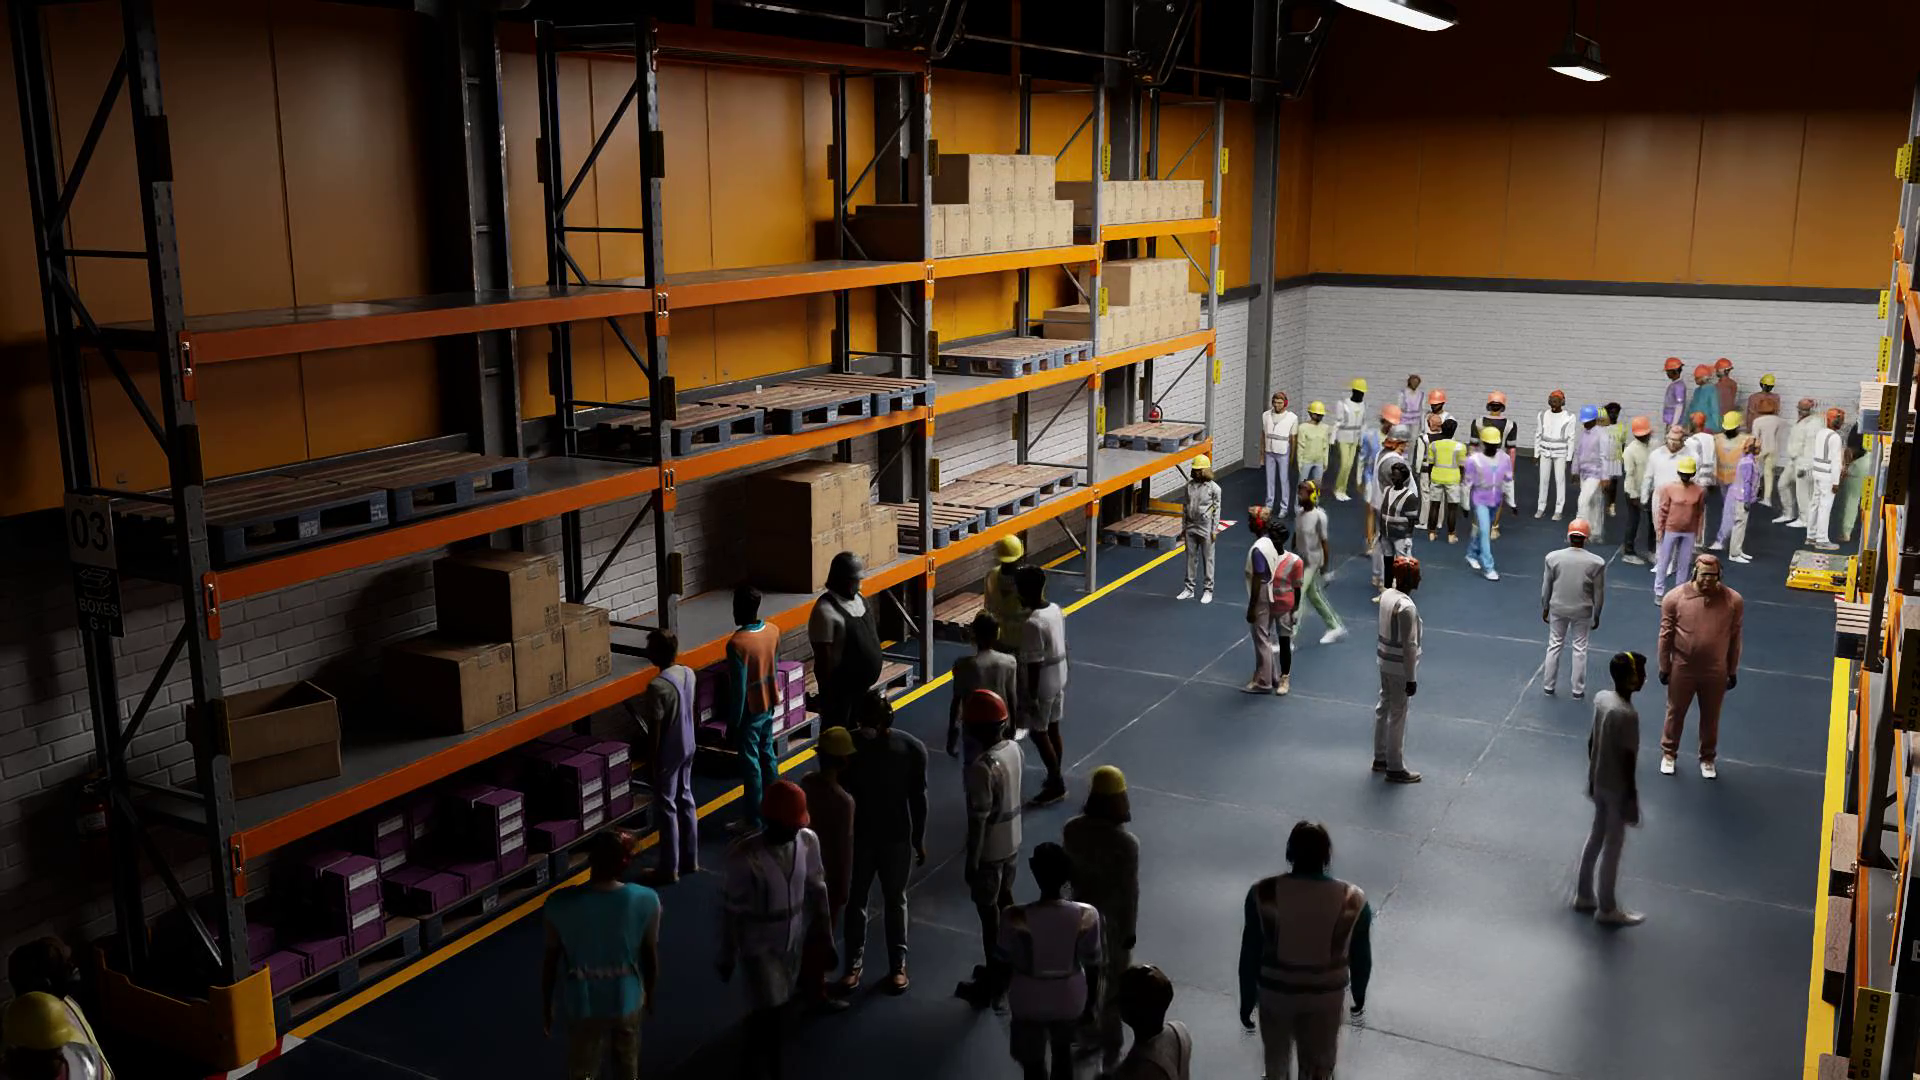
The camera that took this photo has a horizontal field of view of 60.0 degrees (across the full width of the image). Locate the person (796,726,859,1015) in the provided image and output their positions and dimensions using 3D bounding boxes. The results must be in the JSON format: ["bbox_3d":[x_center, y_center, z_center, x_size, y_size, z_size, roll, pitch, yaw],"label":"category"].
[{"bbox_3d":[-0.798,1.967,9.975,0.457,1.741,0.539,-10,16,-37],"label":"person"}]

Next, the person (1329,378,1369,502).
[{"bbox_3d":[5.909,-1.515,25.219,0.613,1.893,0.540,-7,14,-27],"label":"person"}]

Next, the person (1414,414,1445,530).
[{"bbox_3d":[6.607,-0.949,23.259,0.516,1.641,0.310,-2,13,-11],"label":"person"}]

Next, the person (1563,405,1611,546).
[{"bbox_3d":[8.358,-0.860,22.255,0.778,1.899,0.662,-3,13,-14],"label":"person"}]

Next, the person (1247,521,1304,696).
[{"bbox_3d":[3.025,0.649,15.977,0.531,1.697,0.322,8,15,32],"label":"person"}]

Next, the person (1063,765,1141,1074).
[{"bbox_3d":[0.779,2.121,9.391,0.521,1.706,0.502,9,16,36],"label":"person"}]

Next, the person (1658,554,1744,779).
[{"bbox_3d":[6.114,1.044,13.771,0.636,1.900,0.399,3,13,13],"label":"person"}]

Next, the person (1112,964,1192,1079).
[{"bbox_3d":[0.767,2.613,6.852,0.346,1.845,0.505,8,15,32],"label":"person"}]

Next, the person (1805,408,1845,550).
[{"bbox_3d":[11.547,-0.824,22.146,0.356,1.887,0.574,0,13,1],"label":"person"}]

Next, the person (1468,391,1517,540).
[{"bbox_3d":[7.242,-1.009,22.667,0.611,2.030,0.410,4,13,17],"label":"person"}]

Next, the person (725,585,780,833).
[{"bbox_3d":[-1.572,1.280,12.651,0.381,1.918,0.596,6,14,24],"label":"person"}]

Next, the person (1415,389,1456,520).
[{"bbox_3d":[6.772,-1.199,23.742,0.386,1.929,0.546,-10,16,-37],"label":"person"}]

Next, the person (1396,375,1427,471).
[{"bbox_3d":[7.518,-1.946,27.748,0.552,1.618,0.391,-1,13,-4],"label":"person"}]

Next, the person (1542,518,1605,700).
[{"bbox_3d":[5.842,0.649,15.874,0.566,1.744,0.350,7,14,28],"label":"person"}]

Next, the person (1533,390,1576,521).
[{"bbox_3d":[8.552,-1.225,23.965,0.576,1.880,0.351,11,16,39],"label":"person"}]

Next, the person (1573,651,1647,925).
[{"bbox_3d":[4.383,1.646,11.139,0.329,1.873,0.527,-1,13,-5],"label":"person"}]

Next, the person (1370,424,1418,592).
[{"bbox_3d":[5.190,-0.393,19.867,0.535,2.000,0.685,-2,13,-7],"label":"person"}]

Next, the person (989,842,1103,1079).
[{"bbox_3d":[0.427,2.331,8.501,0.548,1.676,0.661,-3,13,-11],"label":"person"}]

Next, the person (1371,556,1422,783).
[{"bbox_3d":[3.627,1.058,13.731,0.352,1.883,0.579,-2,13,-9],"label":"person"}]

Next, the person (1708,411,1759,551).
[{"bbox_3d":[10.335,-0.809,22.143,0.925,1.871,0.652,-8,15,-32],"label":"person"}]

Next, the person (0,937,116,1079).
[{"bbox_3d":[-3.815,2.560,7.091,0.429,1.846,0.625,-6,14,-23],"label":"person"}]

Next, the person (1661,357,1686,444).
[{"bbox_3d":[11.407,-1.914,26.701,0.398,2.029,0.614,4,13,17],"label":"person"}]

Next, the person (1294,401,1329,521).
[{"bbox_3d":[5.033,-1.108,23.714,0.529,1.761,0.339,-5,13,-20],"label":"person"}]

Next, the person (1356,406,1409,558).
[{"bbox_3d":[5.480,-0.759,21.618,0.637,1.987,0.920,3,13,12],"label":"person"}]

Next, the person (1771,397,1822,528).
[{"bbox_3d":[11.736,-1.089,23.360,0.621,1.872,0.684,3,13,12],"label":"person"}]

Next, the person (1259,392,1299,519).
[{"bbox_3d":[4.624,-1.238,24.121,0.559,1.836,0.394,10,16,39],"label":"person"}]

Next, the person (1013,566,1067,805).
[{"bbox_3d":[0.674,1.139,13.253,0.420,1.945,0.762,5,14,23],"label":"person"}]

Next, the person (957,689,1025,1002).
[{"bbox_3d":[0.173,1.842,10.113,0.388,1.931,0.543,6,14,26],"label":"person"}]

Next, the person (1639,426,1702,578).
[{"bbox_3d":[8.744,-0.473,20.584,0.684,1.878,0.662,12,17,43],"label":"person"}]

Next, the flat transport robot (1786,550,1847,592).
[{"bbox_3d":[10.578,0.372,20.440,0.652,0.197,1.431,7,14,29],"label":"flat transport robot"}]

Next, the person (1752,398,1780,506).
[{"bbox_3d":[12.059,-1.331,25.044,0.513,1.616,0.586,-3,13,-12],"label":"person"}]

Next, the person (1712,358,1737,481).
[{"bbox_3d":[12.308,-1.952,26.953,0.622,1.992,0.387,-11,16,-40],"label":"person"}]

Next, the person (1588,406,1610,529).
[{"bbox_3d":[8.925,-1.012,23.343,0.322,1.736,0.489,6,14,24],"label":"person"}]

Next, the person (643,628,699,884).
[{"bbox_3d":[-2.051,1.520,11.775,0.353,1.837,0.511,6,14,24],"label":"person"}]

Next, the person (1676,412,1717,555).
[{"bbox_3d":[9.634,-0.760,21.920,0.706,1.852,0.718,-8,15,-32],"label":"person"}]

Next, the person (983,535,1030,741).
[{"bbox_3d":[0.407,0.892,14.470,0.581,1.887,0.778,6,14,25],"label":"person"}]

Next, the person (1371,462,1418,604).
[{"bbox_3d":[5.014,-0.052,19.147,0.316,1.685,0.540,-7,14,-29],"label":"person"}]

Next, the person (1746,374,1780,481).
[{"bbox_3d":[12.947,-1.807,26.838,0.525,1.760,0.340,-1,13,-3],"label":"person"}]

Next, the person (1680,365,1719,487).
[{"bbox_3d":[11.621,-1.789,26.299,0.963,1.949,0.611,1,13,4],"label":"person"}]

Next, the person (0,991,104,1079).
[{"bbox_3d":[-3.650,2.659,6.698,0.403,1.825,0.593,7,15,30],"label":"person"}]

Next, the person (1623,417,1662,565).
[{"bbox_3d":[8.674,-0.609,21.088,0.701,1.937,0.593,-3,13,-14],"label":"person"}]

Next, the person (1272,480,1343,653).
[{"bbox_3d":[3.696,0.254,17.475,0.968,1.830,0.545,-5,13,-20],"label":"person"}]

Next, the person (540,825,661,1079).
[{"bbox_3d":[-1.785,2.313,8.278,0.611,1.810,0.580,-2,13,-11],"label":"person"}]

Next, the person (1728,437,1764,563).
[{"bbox_3d":[10.087,-0.520,21.366,0.316,1.631,0.517,6,14,24],"label":"person"}]

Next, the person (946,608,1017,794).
[{"bbox_3d":[0.176,1.429,12.167,0.539,1.842,0.766,-4,13,-17],"label":"person"}]

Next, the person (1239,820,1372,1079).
[{"bbox_3d":[1.757,2.272,8.492,0.657,1.789,0.963,2,13,10],"label":"person"}]

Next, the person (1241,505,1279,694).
[{"bbox_3d":[2.923,0.577,16.000,0.387,1.833,0.568,5,13,20],"label":"person"}]

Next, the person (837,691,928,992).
[{"bbox_3d":[-0.507,1.828,10.166,0.632,1.932,0.359,0,13,1],"label":"person"}]

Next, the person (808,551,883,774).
[{"bbox_3d":[-0.880,1.077,13.287,0.536,2.000,0.688,6,14,24],"label":"person"}]

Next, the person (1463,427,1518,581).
[{"bbox_3d":[6.550,-0.491,20.680,0.603,1.884,0.977,-3,13,-13],"label":"person"}]

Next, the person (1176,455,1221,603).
[{"bbox_3d":[2.789,-0.133,19.377,0.484,1.744,0.294,9,16,36],"label":"person"}]

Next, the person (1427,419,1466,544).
[{"bbox_3d":[6.557,-0.792,22.451,0.538,1.692,0.320,9,15,34],"label":"person"}]

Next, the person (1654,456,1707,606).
[{"bbox_3d":[8.306,-0.097,19.167,0.527,1.765,0.328,1,13,4],"label":"person"}]

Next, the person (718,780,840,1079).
[{"bbox_3d":[-0.955,2.149,8.834,0.818,1.883,0.566,12,17,43],"label":"person"}]
